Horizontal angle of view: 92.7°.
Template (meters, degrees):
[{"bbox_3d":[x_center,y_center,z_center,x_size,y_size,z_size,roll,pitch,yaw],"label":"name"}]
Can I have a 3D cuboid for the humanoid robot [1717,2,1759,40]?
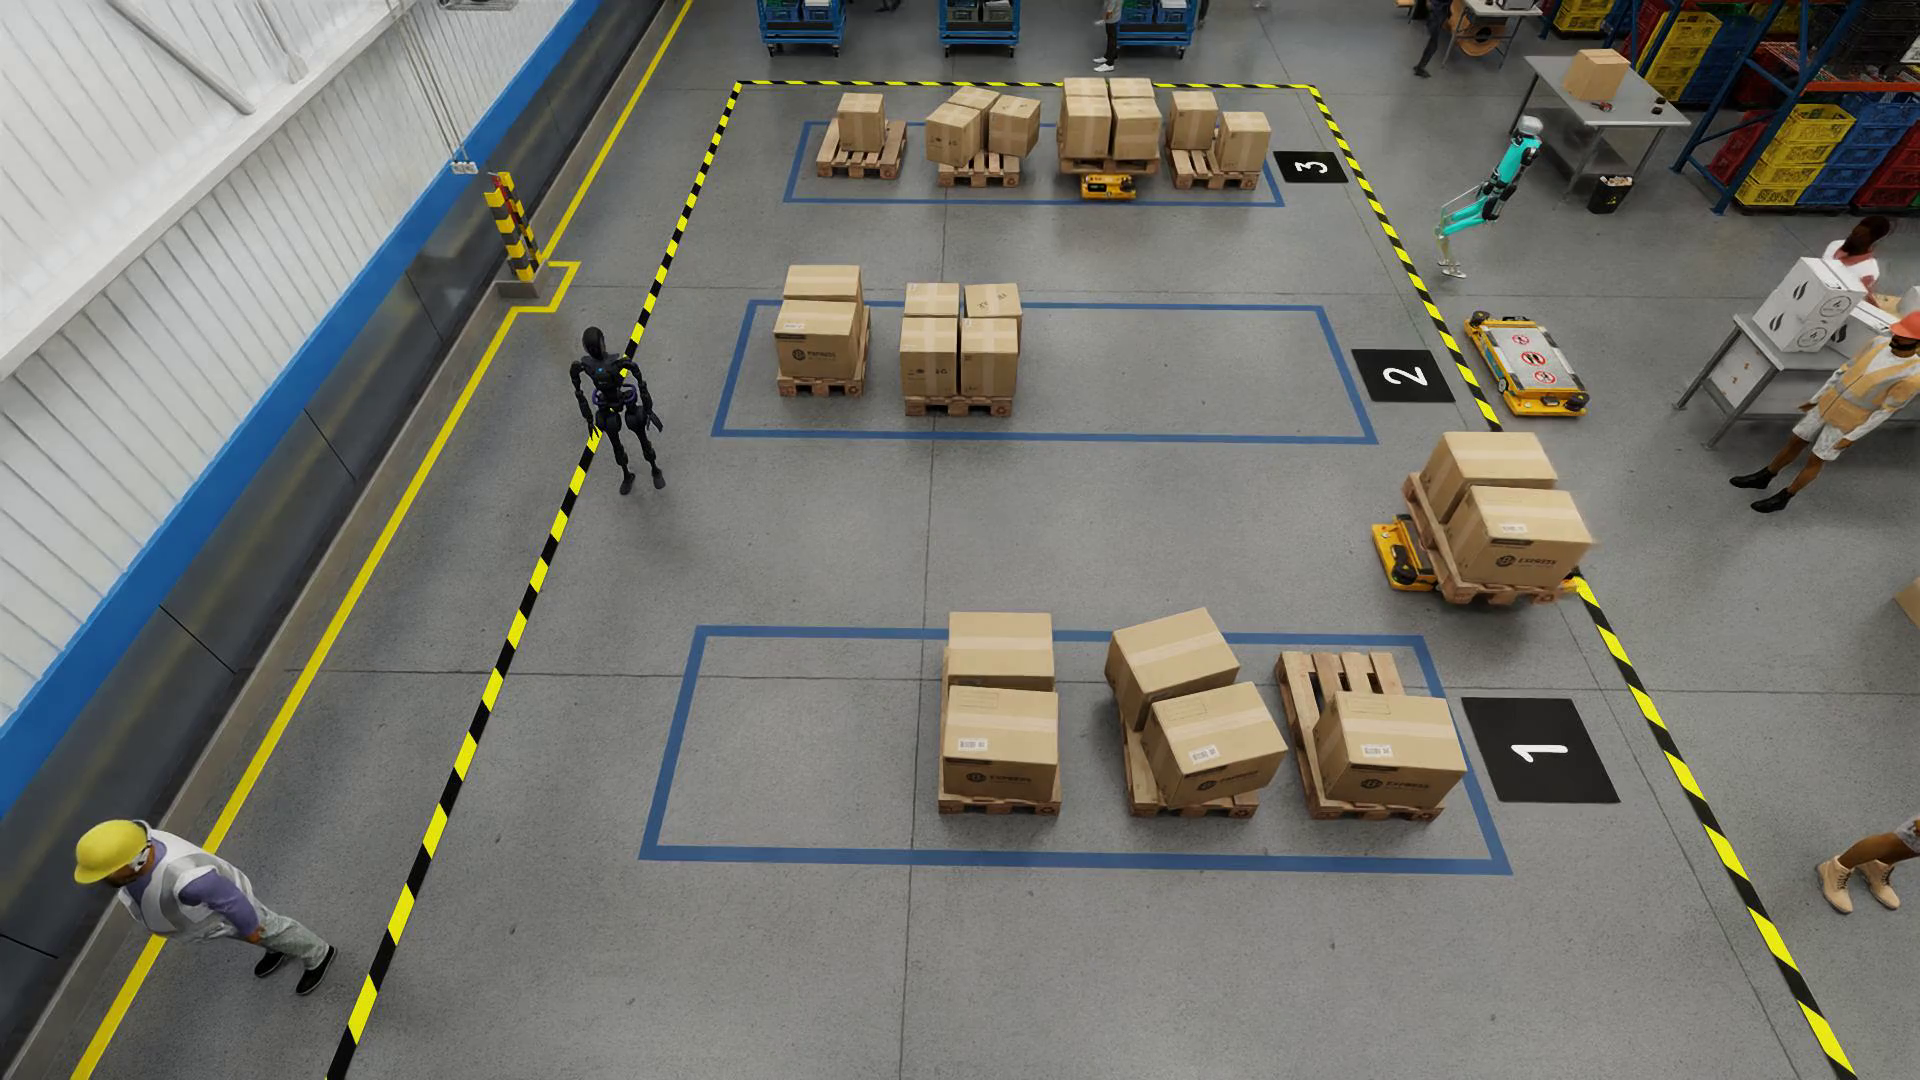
[{"bbox_3d":[11.070,-7.569,13.182,0.747,1.897,0.565,0,49,0],"label":"humanoid robot"}]

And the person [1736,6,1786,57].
[{"bbox_3d":[12.118,-8.092,13.480,0.509,1.870,0.329,-2,49,-2],"label":"person"}]

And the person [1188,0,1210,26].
[{"bbox_3d":[3.824,-8.976,14.280,0.643,1.812,0.539,14,51,12],"label":"person"}]

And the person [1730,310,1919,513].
[{"bbox_3d":[6.993,-1.001,7.297,0.358,1.938,0.544,-2,49,-2],"label":"person"}]

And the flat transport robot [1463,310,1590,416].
[{"bbox_3d":[5.573,-1.757,9.054,0.659,0.231,1.431,1,49,1],"label":"flat transport robot"}]

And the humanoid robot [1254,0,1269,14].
[{"bbox_3d":[5.068,-9.367,14.735,0.740,1.893,0.552,-8,50,-7],"label":"humanoid robot"}]

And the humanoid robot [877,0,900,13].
[{"bbox_3d":[-1.245,-9.391,14.732,0.434,1.632,0.611,-18,51,-15],"label":"humanoid robot"}]

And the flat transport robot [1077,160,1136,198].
[{"bbox_3d":[1.841,-4.806,11.675,0.652,0.197,1.431,1,49,1],"label":"flat transport robot"}]

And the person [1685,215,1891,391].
[{"bbox_3d":[7.613,-2.034,8.237,0.984,1.868,0.603,1,49,1],"label":"person"}]

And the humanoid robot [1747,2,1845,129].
[{"bbox_3d":[10.757,-6.011,11.797,0.362,1.650,0.585,7,49,6],"label":"humanoid robot"}]

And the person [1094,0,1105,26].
[{"bbox_3d":[2.331,-8.946,14.309,0.378,1.715,0.510,10,50,8],"label":"person"}]

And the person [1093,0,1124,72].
[{"bbox_3d":[2.165,-7.757,13.204,0.395,1.848,0.587,5,49,5],"label":"person"}]

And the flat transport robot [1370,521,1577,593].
[{"bbox_3d":[4.158,0.102,7.427,1.431,0.197,0.652,1,49,1],"label":"flat transport robot"}]

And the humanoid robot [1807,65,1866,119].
[{"bbox_3d":[10.915,-5.624,11.461,0.346,1.654,0.604,15,51,13],"label":"humanoid robot"}]

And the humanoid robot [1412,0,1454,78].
[{"bbox_3d":[6.936,-7.548,13.135,0.404,1.651,0.611,30,55,23],"label":"humanoid robot"}]

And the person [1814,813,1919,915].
[{"bbox_3d":[5.644,1.533,5.035,0.610,2.041,0.378,-2,49,-2],"label":"person"}]

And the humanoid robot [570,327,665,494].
[{"bbox_3d":[-2.773,-1.041,7.491,0.599,1.659,0.315,-8,50,-7],"label":"humanoid robot"}]

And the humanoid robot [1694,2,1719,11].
[{"bbox_3d":[11.103,-8.067,13.598,0.527,1.645,0.598,11,50,9],"label":"humanoid robot"}]

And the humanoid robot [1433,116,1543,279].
[{"bbox_3d":[5.367,-3.566,9.564,0.735,1.671,0.533,8,50,7],"label":"humanoid robot"}]

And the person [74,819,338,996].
[{"bbox_3d":[-3.940,1.937,4.819,0.587,1.837,0.404,16,51,14],"label":"person"}]

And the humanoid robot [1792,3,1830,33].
[{"bbox_3d":[12.103,-7.534,13.122,0.710,1.847,0.538,-7,49,-6],"label":"humanoid robot"}]
